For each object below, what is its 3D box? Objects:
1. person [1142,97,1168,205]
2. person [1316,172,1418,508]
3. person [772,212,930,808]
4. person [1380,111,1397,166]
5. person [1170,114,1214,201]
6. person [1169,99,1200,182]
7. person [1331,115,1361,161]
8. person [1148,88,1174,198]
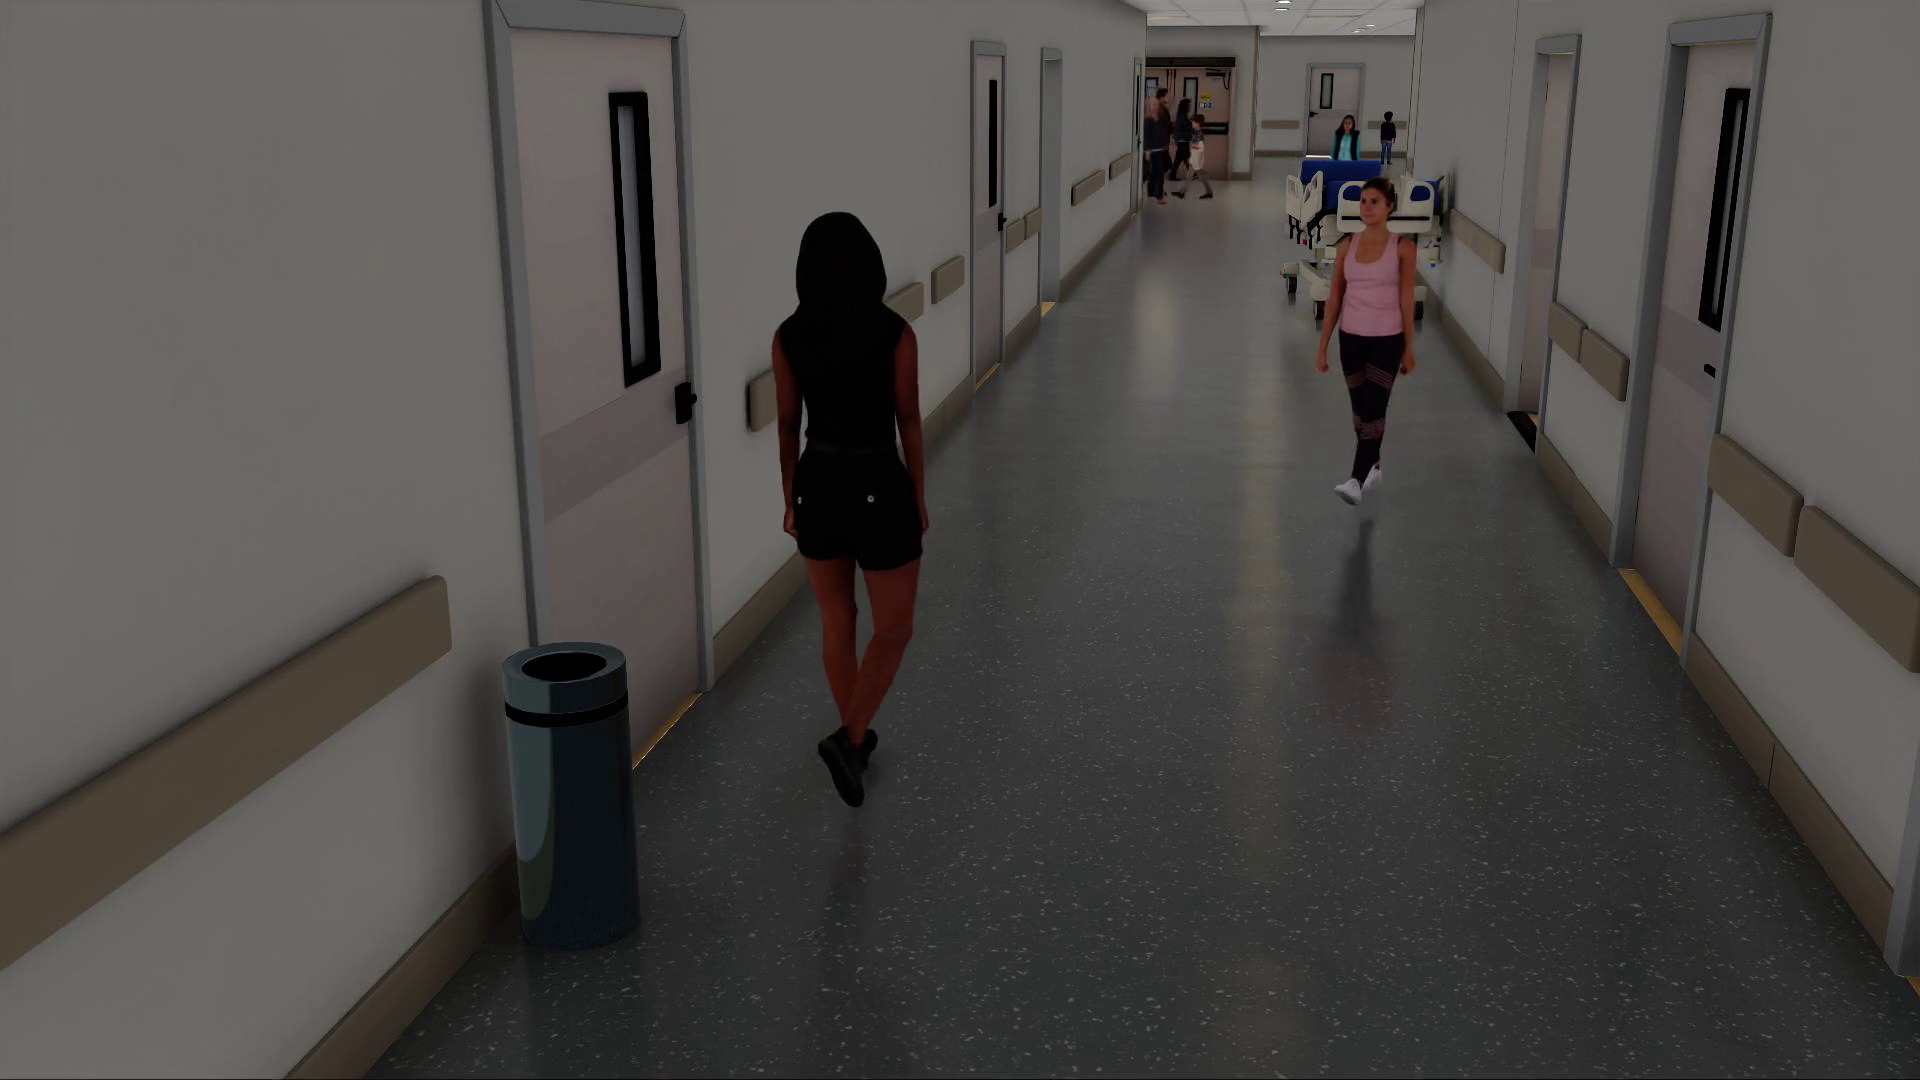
[{"bbox_3d":[3.076,-6.339,27.156,1.026,1.696,1.050,-10,18,-31],"label":"person"},{"bbox_3d":[2.086,-0.985,8.341,1.063,1.601,0.937,11,19,33],"label":"person"},{"bbox_3d":[-0.316,-0.049,4.793,0.931,1.724,0.684,3,16,12],"label":"person"},{"bbox_3d":[9.980,-9.388,38.847,0.510,1.221,0.637,8,18,27],"label":"person"},{"bbox_3d":[4.034,-6.363,27.786,0.956,1.400,0.553,2,16,6],"label":"person"},{"bbox_3d":[4.315,-7.862,32.787,0.931,1.572,0.695,4,16,13],"label":"person"},{"bbox_3d":[5.797,-5.639,25.049,0.550,1.492,0.673,5,16,17],"label":"person"},{"bbox_3d":[3.337,-6.827,28.639,0.666,1.831,0.746,3,16,10],"label":"person"}]
